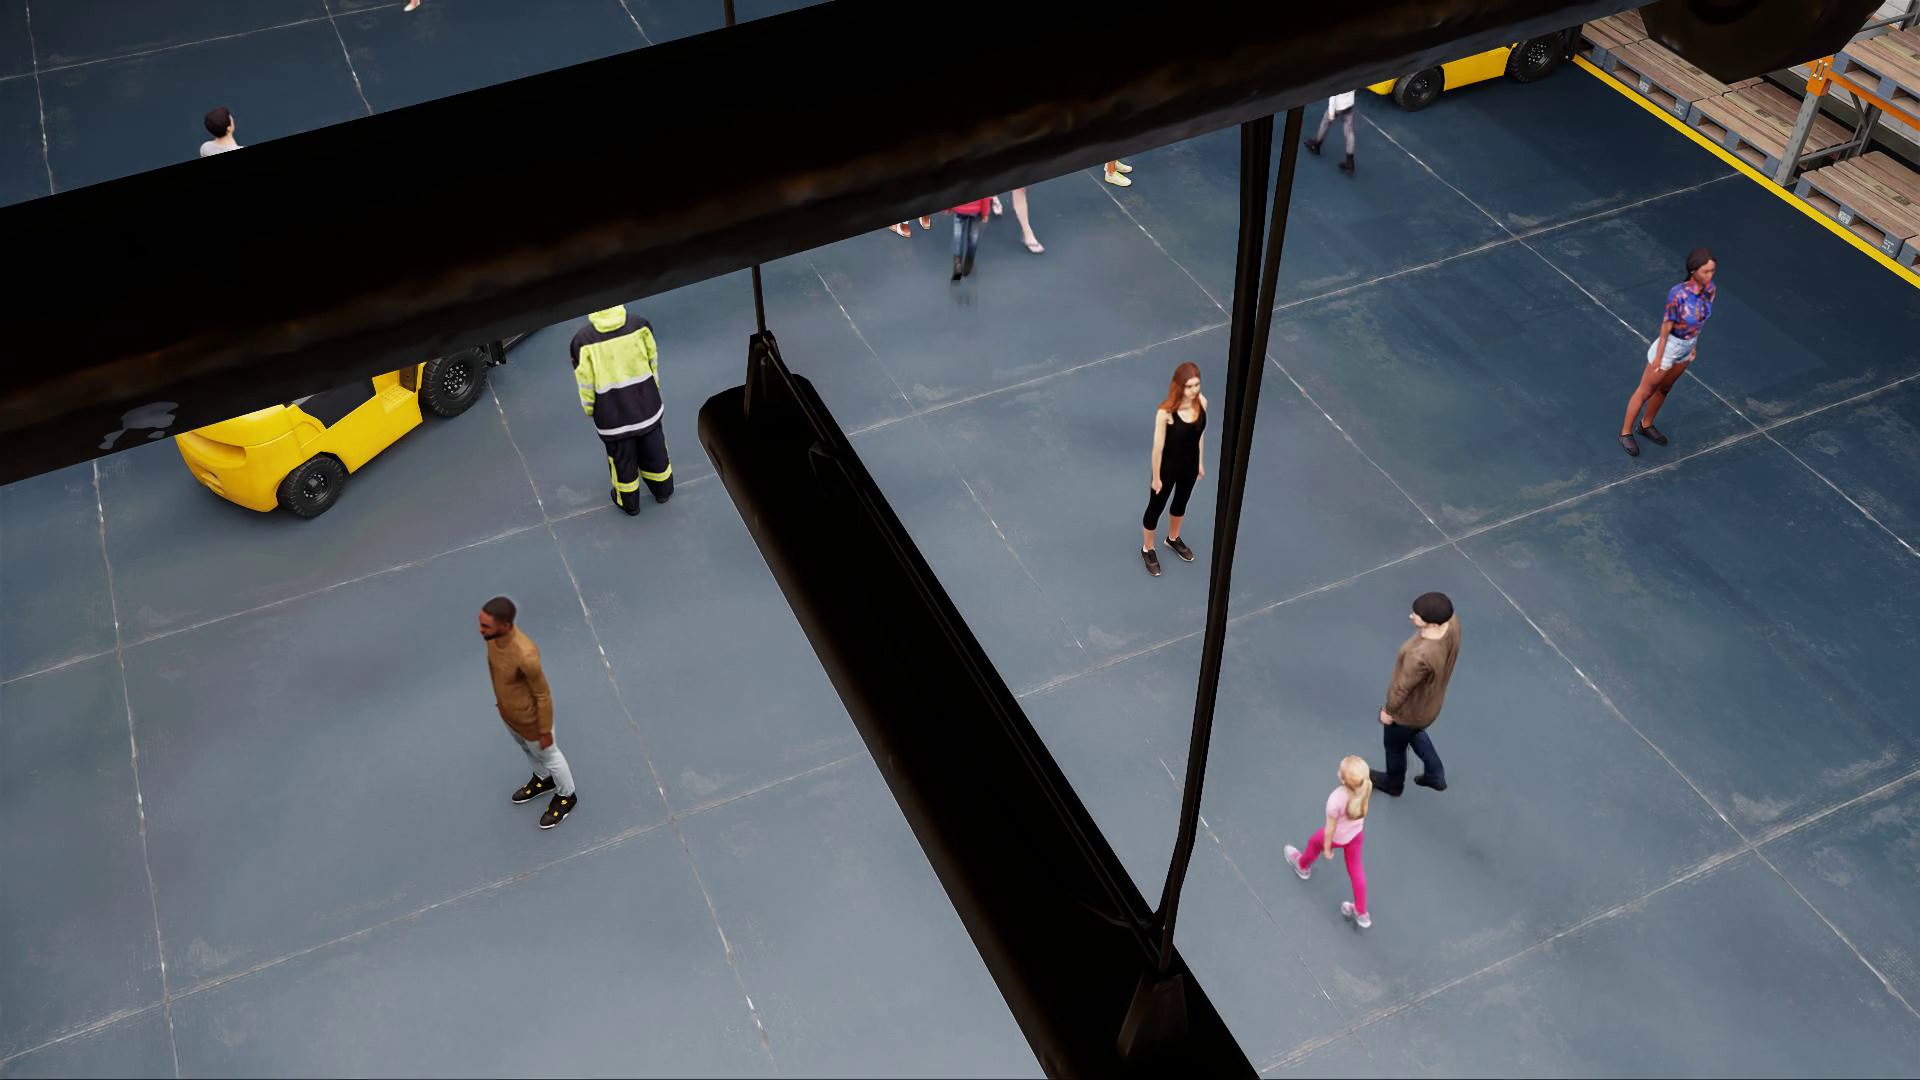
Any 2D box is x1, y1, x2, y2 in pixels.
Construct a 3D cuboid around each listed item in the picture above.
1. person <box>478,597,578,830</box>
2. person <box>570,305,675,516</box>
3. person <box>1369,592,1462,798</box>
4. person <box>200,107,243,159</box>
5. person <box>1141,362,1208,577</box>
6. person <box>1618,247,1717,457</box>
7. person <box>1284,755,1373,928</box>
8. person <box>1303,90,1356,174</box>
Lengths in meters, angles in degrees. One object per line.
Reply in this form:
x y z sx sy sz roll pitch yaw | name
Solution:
-2.569 0.996 9.846 0.607 1.816 0.772 33 52 29 | person
-2.405 -1.025 11.847 0.778 1.982 0.652 -21 48 -21 | person
2.754 0.988 9.822 0.918 1.860 0.844 30 51 27 | person
-5.849 -2.695 13.687 0.731 1.863 0.793 15 46 15 | person
1.492 -0.519 11.502 0.578 1.726 0.518 -21 47 -20 | person
5.321 -1.421 12.437 0.588 1.742 0.515 -20 47 -19 | person
2.236 1.707 9.510 0.485 1.251 0.914 -20 47 -20 | person
3.604 -4.019 15.522 0.510 1.248 0.895 -19 47 -19 | person
